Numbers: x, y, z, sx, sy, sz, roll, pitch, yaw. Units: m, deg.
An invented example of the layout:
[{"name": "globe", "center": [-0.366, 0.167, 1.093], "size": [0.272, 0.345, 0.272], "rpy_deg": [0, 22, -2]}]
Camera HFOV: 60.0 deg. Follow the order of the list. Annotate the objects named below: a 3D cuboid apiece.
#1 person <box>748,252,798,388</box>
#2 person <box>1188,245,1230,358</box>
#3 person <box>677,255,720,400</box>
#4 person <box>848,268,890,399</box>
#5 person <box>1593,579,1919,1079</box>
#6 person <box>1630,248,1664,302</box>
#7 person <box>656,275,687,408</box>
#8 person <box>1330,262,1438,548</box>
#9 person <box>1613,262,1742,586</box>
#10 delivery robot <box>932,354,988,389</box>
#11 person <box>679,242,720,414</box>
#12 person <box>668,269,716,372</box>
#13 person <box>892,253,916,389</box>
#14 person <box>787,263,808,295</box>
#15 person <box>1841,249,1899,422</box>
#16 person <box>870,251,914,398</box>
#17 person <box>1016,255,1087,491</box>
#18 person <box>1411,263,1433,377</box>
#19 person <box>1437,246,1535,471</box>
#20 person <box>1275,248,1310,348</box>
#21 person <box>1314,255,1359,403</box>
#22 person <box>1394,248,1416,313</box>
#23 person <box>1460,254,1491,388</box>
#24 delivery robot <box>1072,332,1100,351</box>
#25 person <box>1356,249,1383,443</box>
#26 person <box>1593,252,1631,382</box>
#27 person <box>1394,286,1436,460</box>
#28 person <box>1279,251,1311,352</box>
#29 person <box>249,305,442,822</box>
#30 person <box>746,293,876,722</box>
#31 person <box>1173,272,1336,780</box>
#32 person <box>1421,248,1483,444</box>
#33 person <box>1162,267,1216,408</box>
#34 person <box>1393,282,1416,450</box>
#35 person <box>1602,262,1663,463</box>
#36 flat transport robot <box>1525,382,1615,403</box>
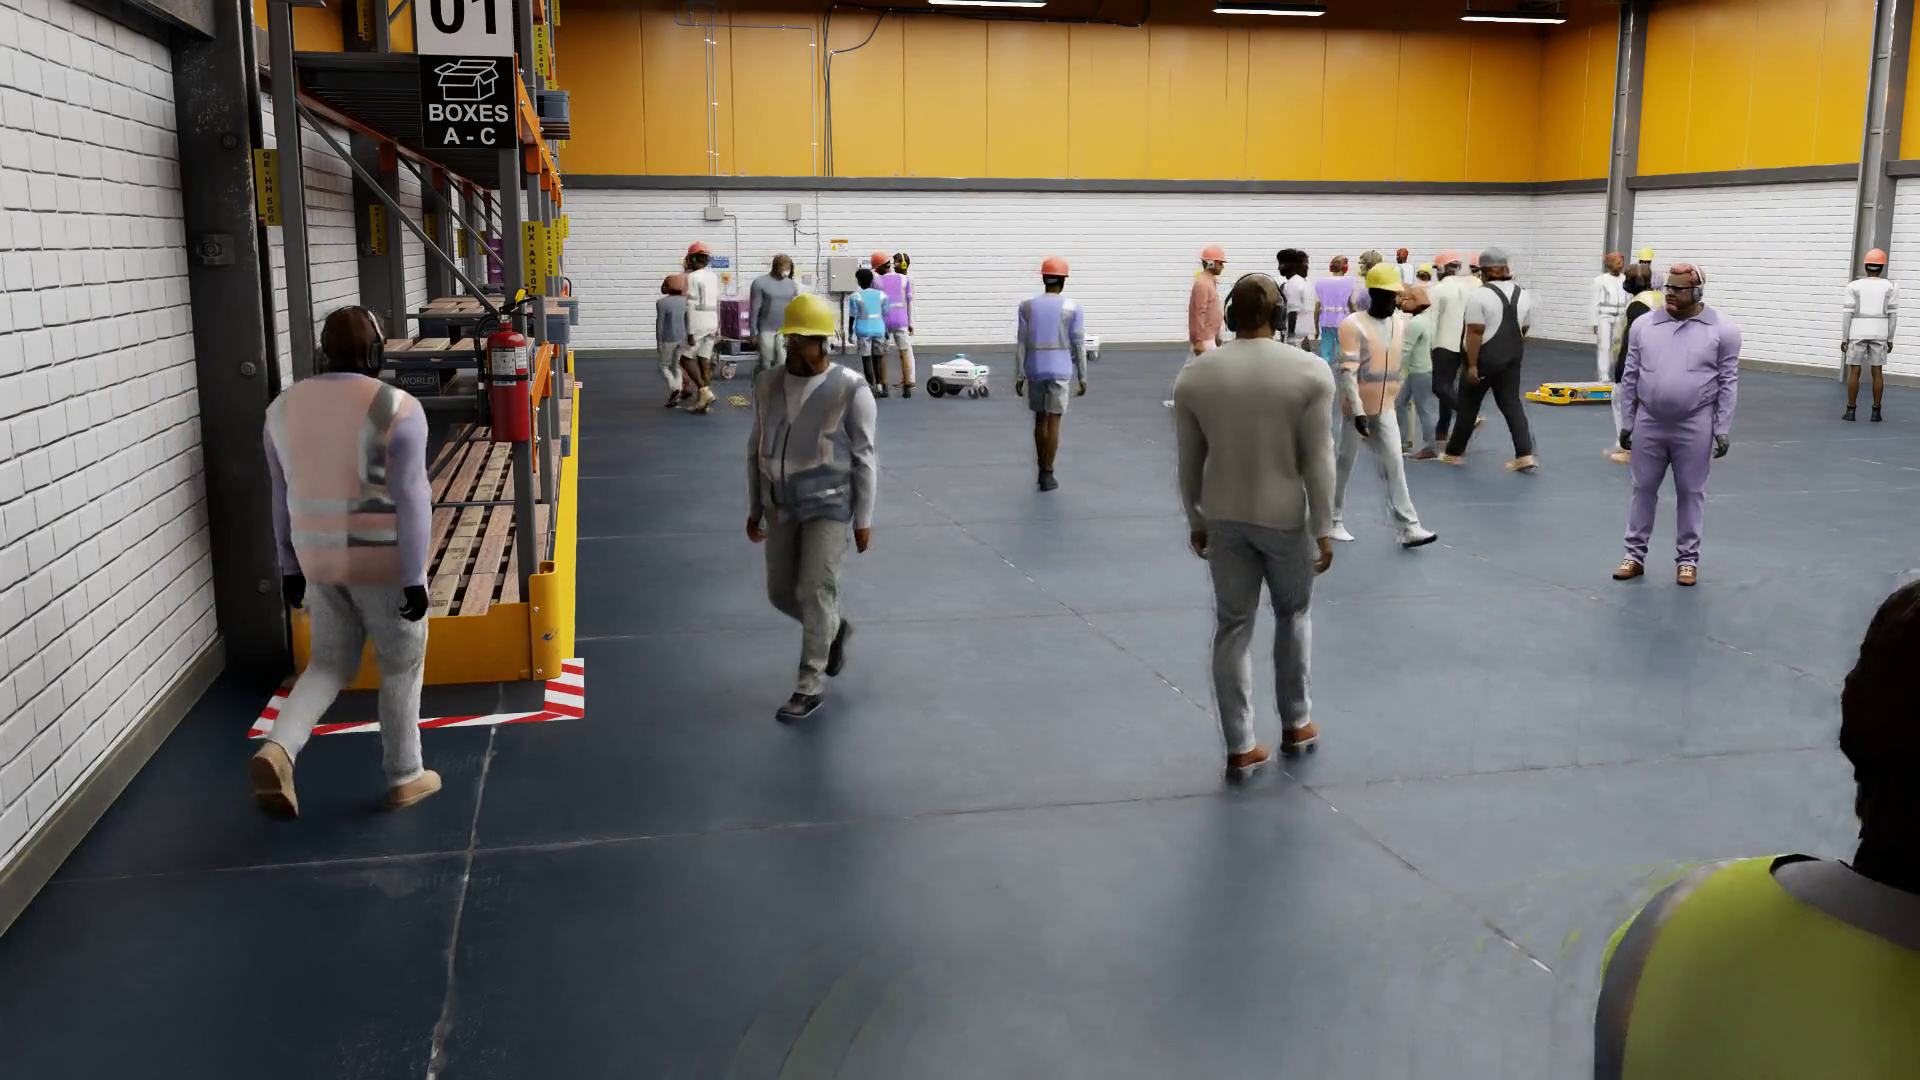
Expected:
[{"name": "person", "center": [-2.264, -2.506, 19.999], "size": [0.664, 1.889, 0.784], "rpy_deg": [-6, 12, -31]}, {"name": "person", "center": [2.767, -2.170, 17.887], "size": [0.660, 1.979, 0.646], "rpy_deg": [2, 10, 13]}, {"name": "person", "center": [-3.390, -2.716, 21.181], "size": [0.670, 1.885, 0.588], "rpy_deg": [-4, 11, -21]}, {"name": "person", "center": [-1.185, -2.648, 21.384], "size": [0.542, 1.671, 0.476], "rpy_deg": [-5, 11, -25]}, {"name": "person", "center": [0.775, 0.912, 1.264], "size": [0.600, 1.818, 0.639], "rpy_deg": [-2, 10, -10]}, {"name": "person", "center": [9.778, -3.212, 23.837], "size": [0.618, 1.922, 0.397], "rpy_deg": [1, 10, 6]}, {"name": "person", "center": [-3.480, -2.401, 20.177], "size": [0.369, 1.614, 0.516], "rpy_deg": [9, 14, 42]}, {"name": "person", "center": [2.754, -0.877, 11.006], "size": [0.605, 1.881, 0.960], "rpy_deg": [-5, 11, -26]}, {"name": "person", "center": [4.232, -0.680, 9.860], "size": [0.643, 1.905, 0.400], "rpy_deg": [7, 12, 34]}, {"name": "delivery robot", "center": [0.001, -2.165, 21.560], "size": [0.707, 0.478, 0.477], "rpy_deg": [6, 12, 30]}, {"name": "person", "center": [-3.057, -2.480, 19.509], "size": [0.441, 2.018, 0.627], "rpy_deg": [5, 11, 26]}, {"name": "person", "center": [-4.203, -3.486, 25.758], "size": [0.808, 1.783, 0.605], "rpy_deg": [-5, 11, -27]}, {"name": "person", "center": [-0.775, -3.017, 22.930], "size": [0.315, 1.860, 0.510], "rpy_deg": [-2, 10, -11]}, {"name": "person", "center": [-2.123, -2.655, 21.137], "size": [0.534, 1.800, 1.005], "rpy_deg": [-6, 12, -29]}, {"name": "person", "center": [10.222, -2.300, 18.734], "size": [0.547, 1.938, 0.378], "rpy_deg": [4, 11, 23]}, {"name": "person", "center": [-0.872, -2.772, 21.475], "size": [0.597, 1.889, 0.431], "rpy_deg": [-2, 11, -13]}, {"name": "person", "center": [0.776, -1.380, 13.715], "size": [0.568, 1.904, 0.789], "rpy_deg": [4, 11, 19]}, {"name": "person", "center": [6.357, -2.951, 22.922], "size": [0.535, 1.733, 0.775], "rpy_deg": [1, 10, 8]}, {"name": "person", "center": [4.751, -1.633, 14.756], "size": [0.696, 2.000, 1.030], "rpy_deg": [-4, 11, -23]}, {"name": "person", "center": [3.940, -2.436, 19.472], "size": [0.548, 1.942, 0.627], "rpy_deg": [4, 11, 21]}, {"name": "person", "center": [4.713, -2.643, 20.899], "size": [0.564, 1.842, 0.389], "rpy_deg": [6, 12, 29]}, {"name": "person", "center": [8.241, -4.482, 30.995], "size": [0.578, 1.879, 0.344], "rpy_deg": [-7, 12, -32]}, {"name": "person", "center": [6.792, -2.884, 22.236], "size": [1.072, 1.860, 0.557], "rpy_deg": [-4, 11, -19]}, {"name": "delivery robot", "center": [1.994, -3.337, 28.052], "size": [0.707, 0.478, 0.477], "rpy_deg": [-3, 11, -18]}, {"name": "person", "center": [4.139, -1.950, 16.792], "size": [0.373, 1.941, 0.627], "rpy_deg": [4, 11, 21]}, {"name": "person", "center": [8.914, -3.008, 22.834], "size": [0.582, 1.872, 0.479], "rpy_deg": [-2, 10, -11]}, {"name": "person", "center": [4.157, -1.539, 15.432], "size": [0.645, 1.603, 0.495], "rpy_deg": [4, 11, 19]}, {"name": "person", "center": [4.077, -2.569, 20.308], "size": [0.442, 1.902, 0.630], "rpy_deg": [8, 13, 37]}, {"name": "person", "center": [-2.142, 0.104, 5.772], "size": [0.632, 1.821, 0.709], "rpy_deg": [3, 11, 14]}, {"name": "person", "center": [-0.631, -0.163, 7.230], "size": [0.603, 1.817, 0.677], "rpy_deg": [5, 11, 27]}, {"name": "person", "center": [1.164, -0.070, 6.465], "size": [0.645, 1.904, 0.811], "rpy_deg": [5, 11, 24]}, {"name": "person", "center": [4.930, -1.902, 16.493], "size": [0.640, 1.956, 0.818], "rpy_deg": [-7, 13, -35]}, {"name": "person", "center": [2.831, -2.391, 19.882], "size": [0.835, 1.711, 0.498], "rpy_deg": [5, 11, 26]}, {"name": "person", "center": [4.244, -1.666, 16.065], "size": [0.279, 1.634, 0.499], "rpy_deg": [9, 14, 42]}, {"name": "person", "center": [6.105, -1.613, 15.212], "size": [0.572, 1.829, 0.662], "rpy_deg": [6, 12, 29]}, {"name": "flat transport robot", "center": [7.928, -1.858, 20.903], "size": [1.431, 0.197, 0.652], "rpy_deg": [-2, 10, -12]}]
